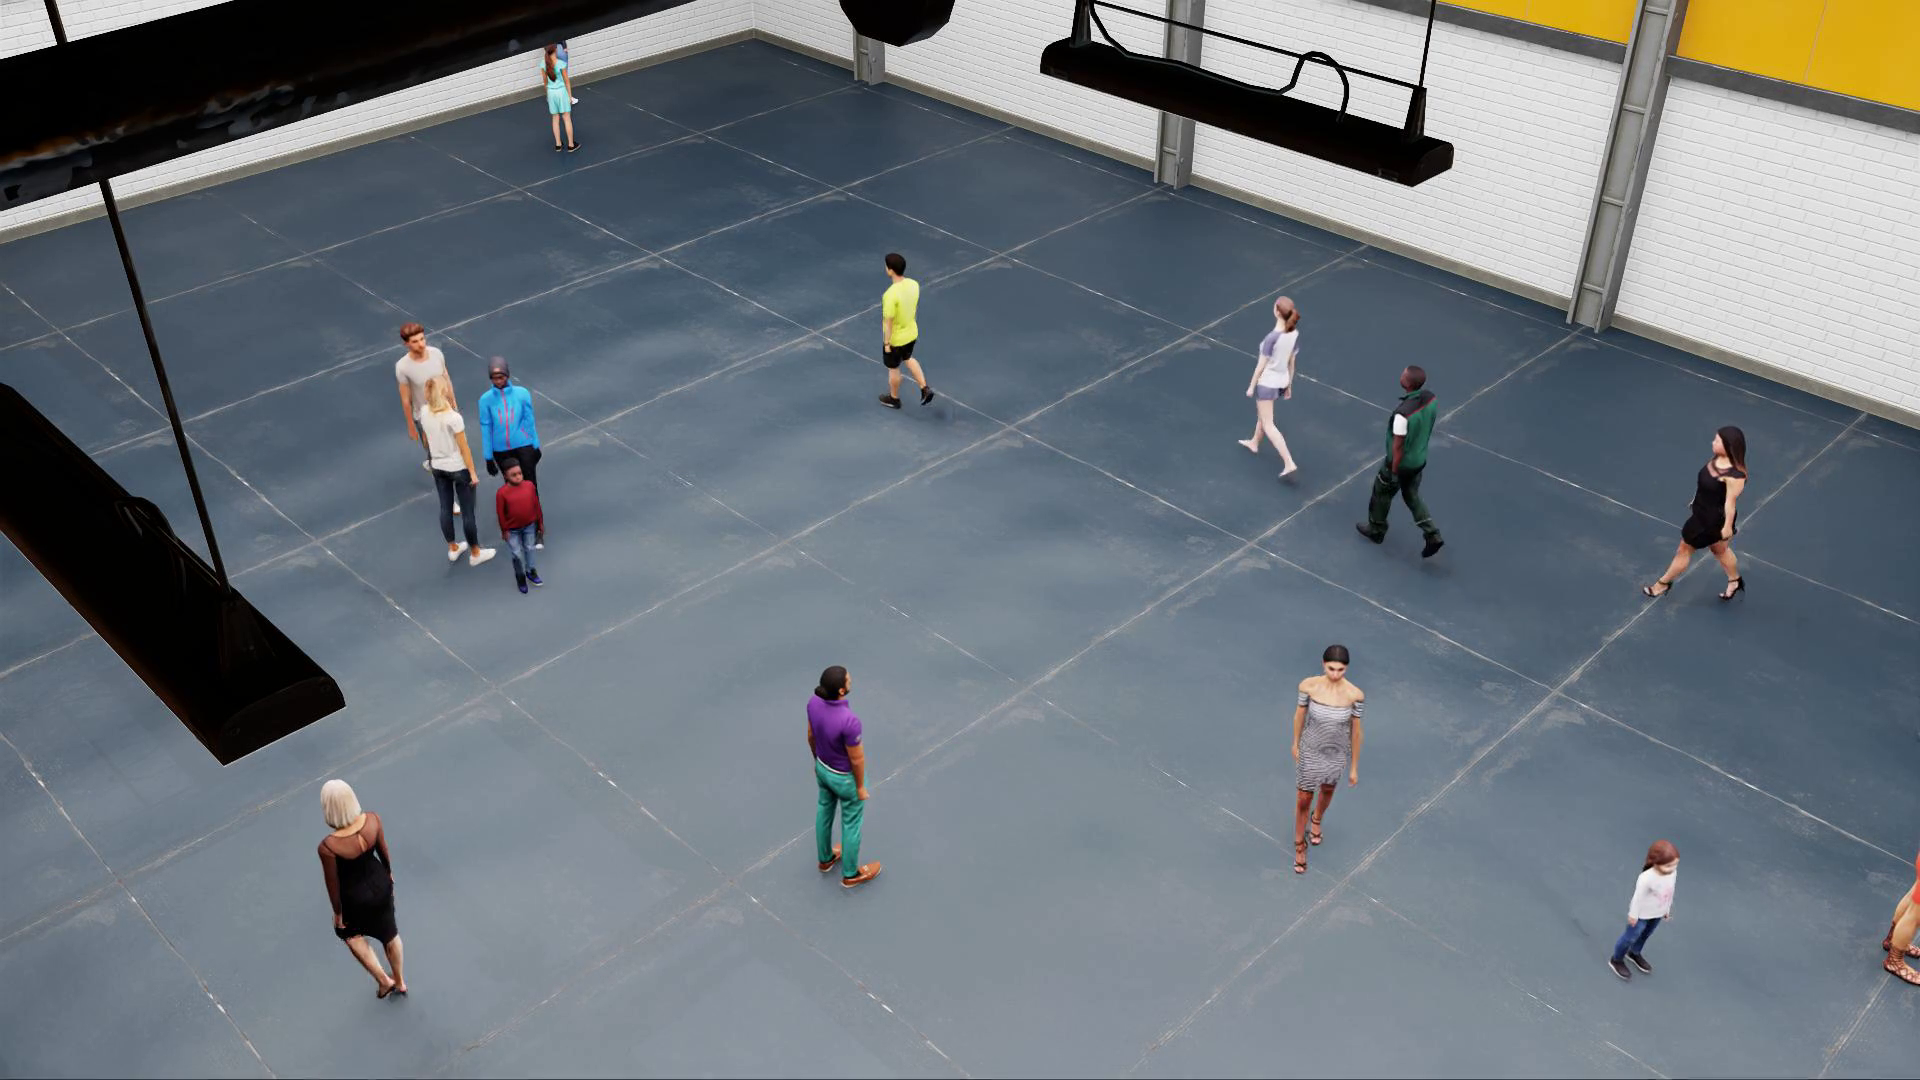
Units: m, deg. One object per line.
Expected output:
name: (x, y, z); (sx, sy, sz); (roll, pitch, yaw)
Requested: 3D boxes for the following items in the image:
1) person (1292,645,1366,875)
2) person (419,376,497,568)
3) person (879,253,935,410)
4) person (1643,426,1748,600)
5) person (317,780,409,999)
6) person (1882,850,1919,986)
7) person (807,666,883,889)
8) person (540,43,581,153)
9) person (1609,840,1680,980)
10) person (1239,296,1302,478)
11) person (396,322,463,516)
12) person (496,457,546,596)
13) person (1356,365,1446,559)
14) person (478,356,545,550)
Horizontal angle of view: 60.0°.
person: (2.490, 1.397, 11.336); (0.849, 1.802, 0.884); (6, 34, 8)
person: (-4.395, -0.598, 14.331); (0.564, 1.808, 0.730); (14, 36, 20)
person: (-0.531, -2.057, 16.624); (0.856, 1.701, 0.662); (26, 41, 33)
person: (6.339, -0.156, 13.790); (1.164, 1.672, 1.004); (8, 34, 11)
person: (-3.593, 2.215, 10.167); (0.640, 1.734, 0.640); (24, 40, 31)
person: (6.145, 2.040, 10.444); (0.617, 1.719, 0.643); (17, 37, 24)
person: (-0.813, 1.562, 11.119); (0.487, 1.767, 0.677); (27, 42, 34)
person: (-5.527, -6.125, 22.873); (0.637, 1.558, 0.710); (5, 34, 7)
person: (4.367, 2.318, 10.576); (0.497, 1.110, 0.525); (-15, 37, -21)
person: (2.989, -1.417, 15.630); (0.689, 1.735, 1.122); (-23, 40, -30)
person: (-4.830, -1.151, 15.096); (0.879, 1.884, 0.732); (24, 40, 31)
person: (-3.781, -0.169, 14.192); (0.542, 1.249, 0.540); (-22, 39, -29)
person: (3.926, -0.648, 14.402); (0.775, 1.814, 1.132); (-24, 40, -31)
person: (-3.965, -0.848, 14.747); (0.986, 1.766, 1.137); (-7, 34, -10)
